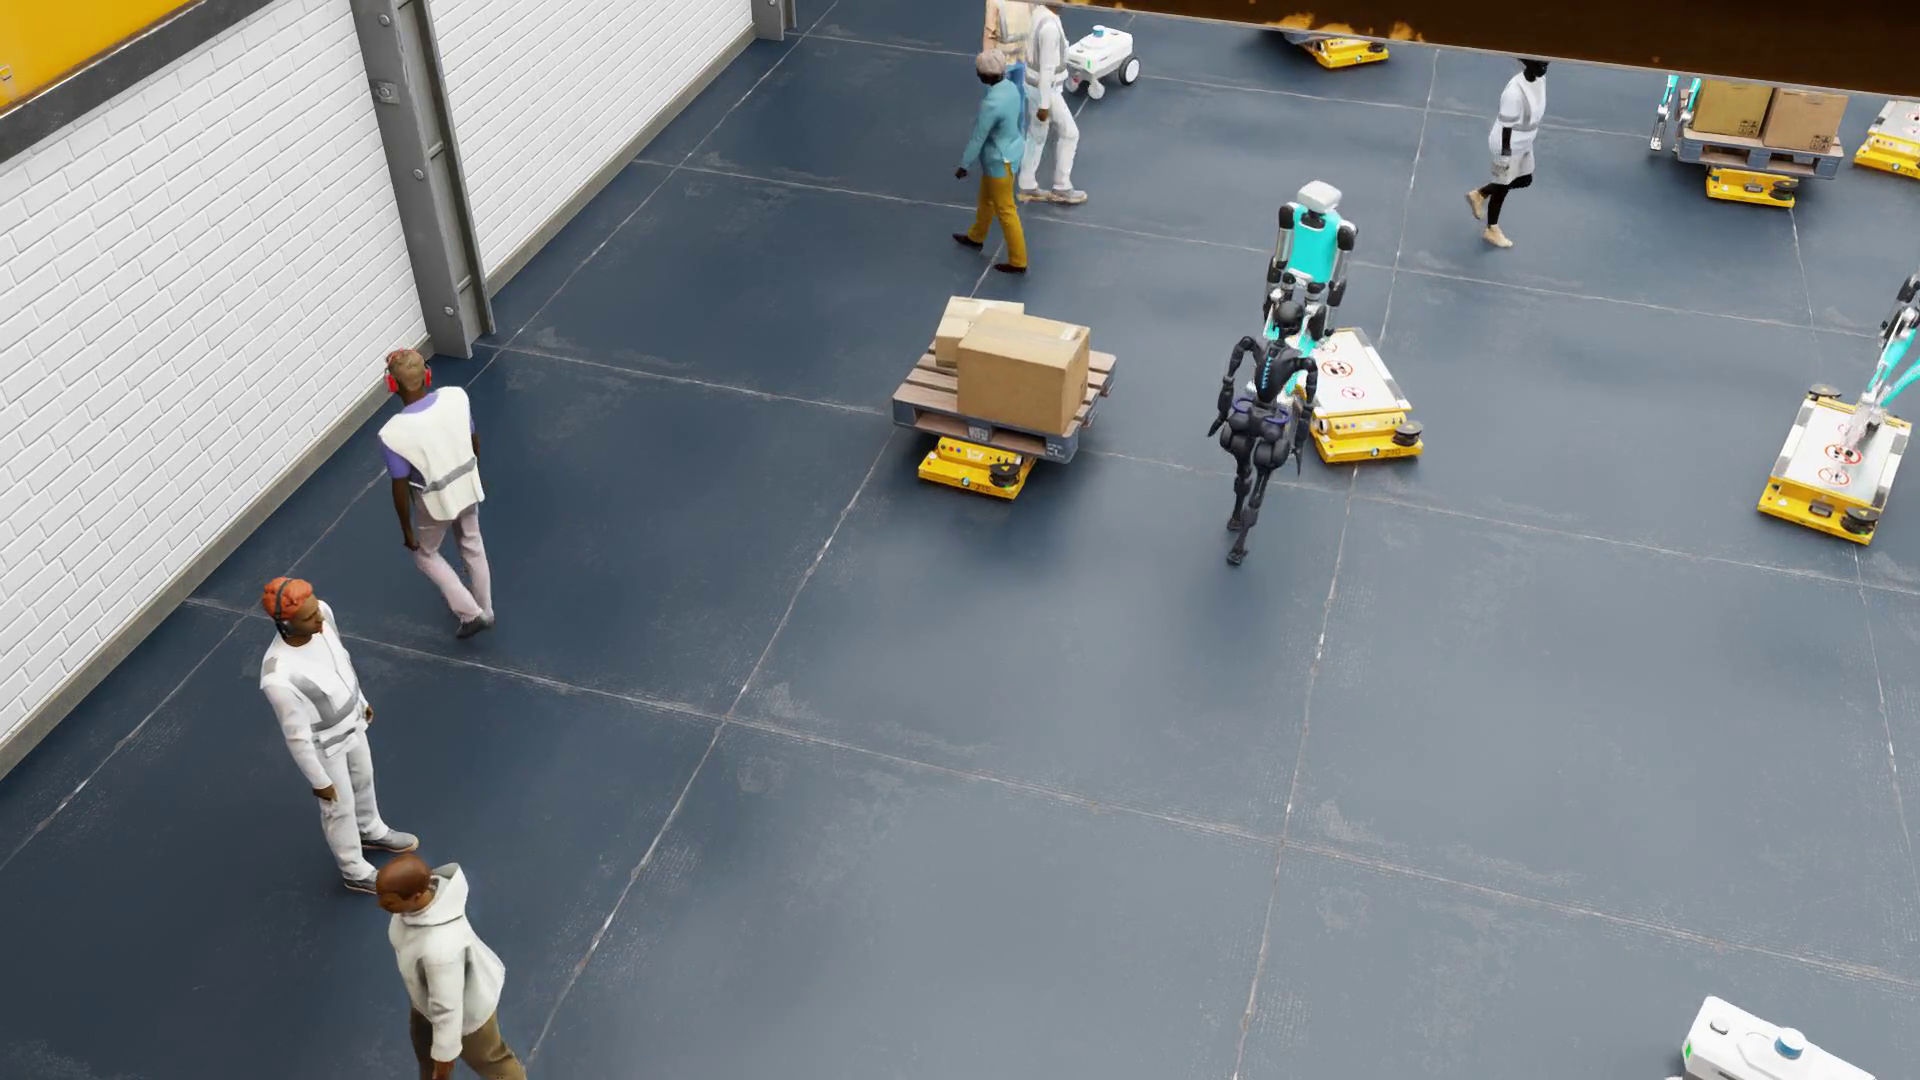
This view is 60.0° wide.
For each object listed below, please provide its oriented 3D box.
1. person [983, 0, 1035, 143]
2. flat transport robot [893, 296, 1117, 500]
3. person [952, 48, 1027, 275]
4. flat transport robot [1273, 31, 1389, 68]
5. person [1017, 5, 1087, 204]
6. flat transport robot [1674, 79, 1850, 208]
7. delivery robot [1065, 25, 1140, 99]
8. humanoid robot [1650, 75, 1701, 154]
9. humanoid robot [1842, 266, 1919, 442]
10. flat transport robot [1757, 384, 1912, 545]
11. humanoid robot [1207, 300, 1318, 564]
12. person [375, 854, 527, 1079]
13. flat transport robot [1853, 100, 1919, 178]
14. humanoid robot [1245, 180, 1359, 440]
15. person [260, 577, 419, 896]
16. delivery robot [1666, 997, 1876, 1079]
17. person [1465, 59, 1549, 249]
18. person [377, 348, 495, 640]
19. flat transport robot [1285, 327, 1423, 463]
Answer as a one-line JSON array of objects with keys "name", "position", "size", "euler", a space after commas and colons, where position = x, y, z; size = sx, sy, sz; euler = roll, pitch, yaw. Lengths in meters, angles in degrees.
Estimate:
[{"name": "person", "position": [0.403, -4.029, 13.847], "size": [0.495, 1.732, 0.362], "euler": [-20, 43, -23]}, {"name": "flat transport robot", "position": [0.293, -0.799, 10.998], "size": [0.659, 0.231, 1.431], "euler": [14, 41, 17]}, {"name": "person", "position": [0.187, -2.812, 12.342], "size": [0.803, 1.719, 0.522], "euler": [14, 41, 17]}, {"name": "flat transport robot", "position": [3.509, -4.982, 16.201], "size": [0.659, 0.231, 1.431], "euler": [-14, 41, -16]}, {"name": "person", "position": [0.777, -3.564, 13.164], "size": [0.716, 1.860, 0.596], "euler": [-4, 39, -5]}, {"name": "flat transport robot", "position": [6.638, -3.228, 14.019], "size": [0.659, 0.231, 1.431], "euler": [11, 40, 13]}, {"name": "delivery robot", "position": [1.282, -4.426, 15.275], "size": [0.522, 0.587, 0.751], "euler": [28, 47, 31]}, {"name": "humanoid robot", "position": [5.996, -3.962, 13.651], "size": [0.533, 1.681, 0.735], "euler": [20, 43, 23]}, {"name": "humanoid robot", "position": [5.899, -1.129, 10.249], "size": [0.621, 1.759, 0.905], "euler": [30, 48, 32]}, {"name": "flat transport robot", "position": [5.616, -0.503, 10.631], "size": [0.659, 0.231, 1.431], "euler": [22, 44, 25]}, {"name": "humanoid robot", "position": [1.725, -0.633, 9.683], "size": [0.608, 1.633, 0.510], "euler": [22, 44, 25]}, {"name": "person", "position": [-2.099, 1.866, 6.490], "size": [0.692, 1.746, 0.558], "euler": [-21, 43, -24]}, {"name": "flat transport robot", "position": [8.260, -3.510, 14.371], "size": [0.659, 0.231, 1.431], "euler": [24, 45, 27]}, {"name": "humanoid robot", "position": [2.023, -1.316, 10.492], "size": [0.535, 1.797, 0.817], "euler": [28, 47, 31]}, {"name": "person", "position": [-2.866, 0.902, 7.609], "size": [0.354, 1.876, 0.576], "euler": [2, 39, 3]}, {"name": "delivery robot", "position": [3.414, 2.278, 6.956], "size": [0.809, 0.611, 0.499], "euler": [25, 45, 28]}, {"name": "person", "position": [4.160, -3.026, 12.643], "size": [0.460, 1.675, 0.531], "euler": [31, 48, 32]}, {"name": "person", "position": [-2.786, -0.204, 9.021], "size": [0.503, 1.812, 0.609], "euler": [27, 46, 29]}, {"name": "flat transport robot", "position": [2.579, -1.027, 11.282], "size": [0.659, 0.231, 1.431], "euler": [-5, 39, -7]}]
